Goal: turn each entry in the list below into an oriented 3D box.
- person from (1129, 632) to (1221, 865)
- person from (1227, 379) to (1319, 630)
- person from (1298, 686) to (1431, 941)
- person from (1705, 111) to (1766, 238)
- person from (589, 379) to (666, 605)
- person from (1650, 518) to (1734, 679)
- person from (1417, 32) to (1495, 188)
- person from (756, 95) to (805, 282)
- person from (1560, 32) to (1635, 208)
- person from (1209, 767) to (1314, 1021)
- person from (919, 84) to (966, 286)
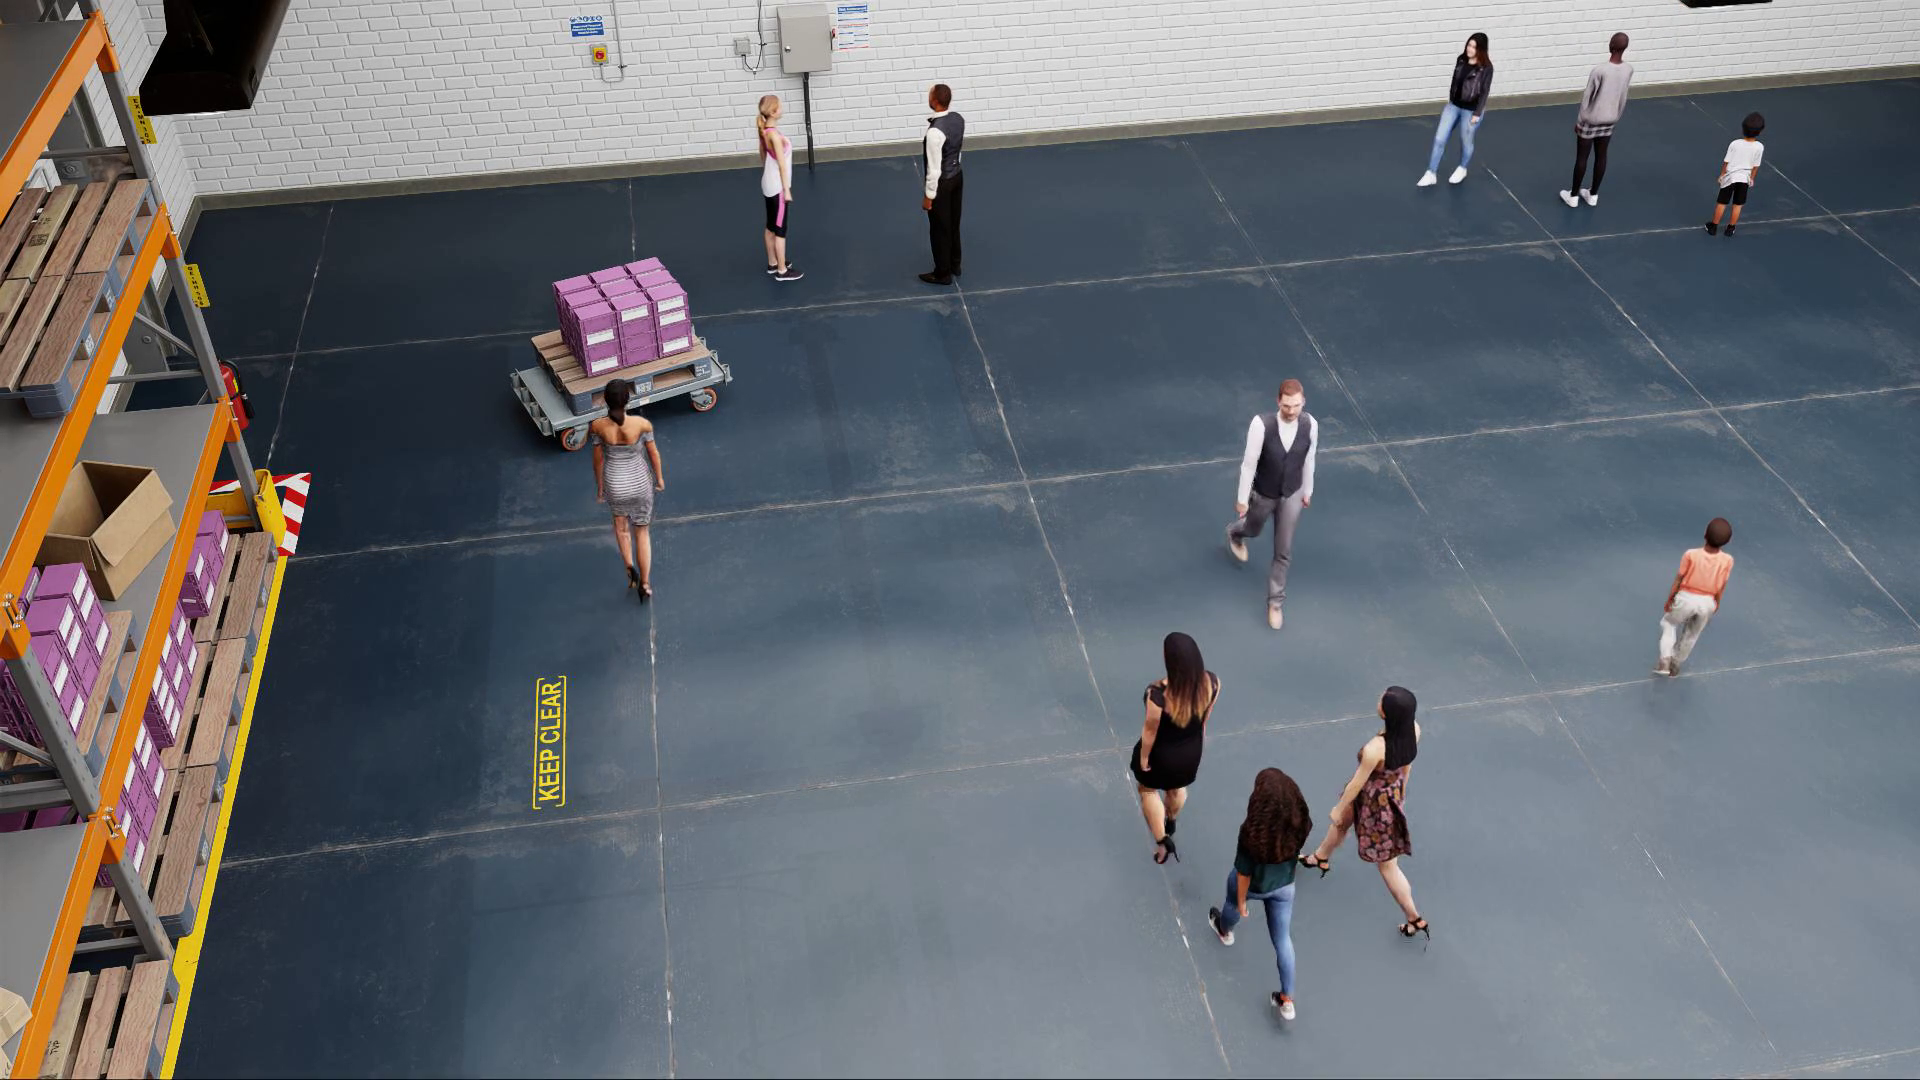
[{"bbox_3d":[1.275,1.257,9.744,0.732,1.711,0.773,-15,41,-18],"label":"person"},{"bbox_3d":[2.169,-0.393,11.662,0.761,1.896,1.214,-5,39,-6],"label":"person"},{"bbox_3d":[2.400,1.568,9.341,1.023,1.728,1.230,-31,48,-32],"label":"person"},{"bbox_3d":[7.539,-3.541,16.112,0.562,1.261,0.597,9,39,11],"label":"person"},{"bbox_3d":[-2.318,-0.278,11.589,0.645,1.808,0.638,-2,39,-3],"label":"person"},{"bbox_3d":[4.905,0.439,11.096,0.620,1.302,0.695,12,40,15],"label":"person"},{"bbox_3d":[5.172,-4.375,16.876,0.966,1.611,0.960,-31,48,-33],"label":"person"},{"bbox_3d":[-1.709,-3.244,15.319,0.723,1.787,0.558,-18,42,-21],"label":"person"},{"bbox_3d":[6.341,-4.154,16.472,0.612,1.770,0.535,-8,39,-10],"label":"person"},{"bbox_3d":[1.700,1.915,9.025,0.660,1.581,1.110,-10,40,-12],"label":"person"},{"bbox_3d":[-0.148,-3.259,15.232,0.836,1.919,0.750,19,42,22],"label":"person"}]
